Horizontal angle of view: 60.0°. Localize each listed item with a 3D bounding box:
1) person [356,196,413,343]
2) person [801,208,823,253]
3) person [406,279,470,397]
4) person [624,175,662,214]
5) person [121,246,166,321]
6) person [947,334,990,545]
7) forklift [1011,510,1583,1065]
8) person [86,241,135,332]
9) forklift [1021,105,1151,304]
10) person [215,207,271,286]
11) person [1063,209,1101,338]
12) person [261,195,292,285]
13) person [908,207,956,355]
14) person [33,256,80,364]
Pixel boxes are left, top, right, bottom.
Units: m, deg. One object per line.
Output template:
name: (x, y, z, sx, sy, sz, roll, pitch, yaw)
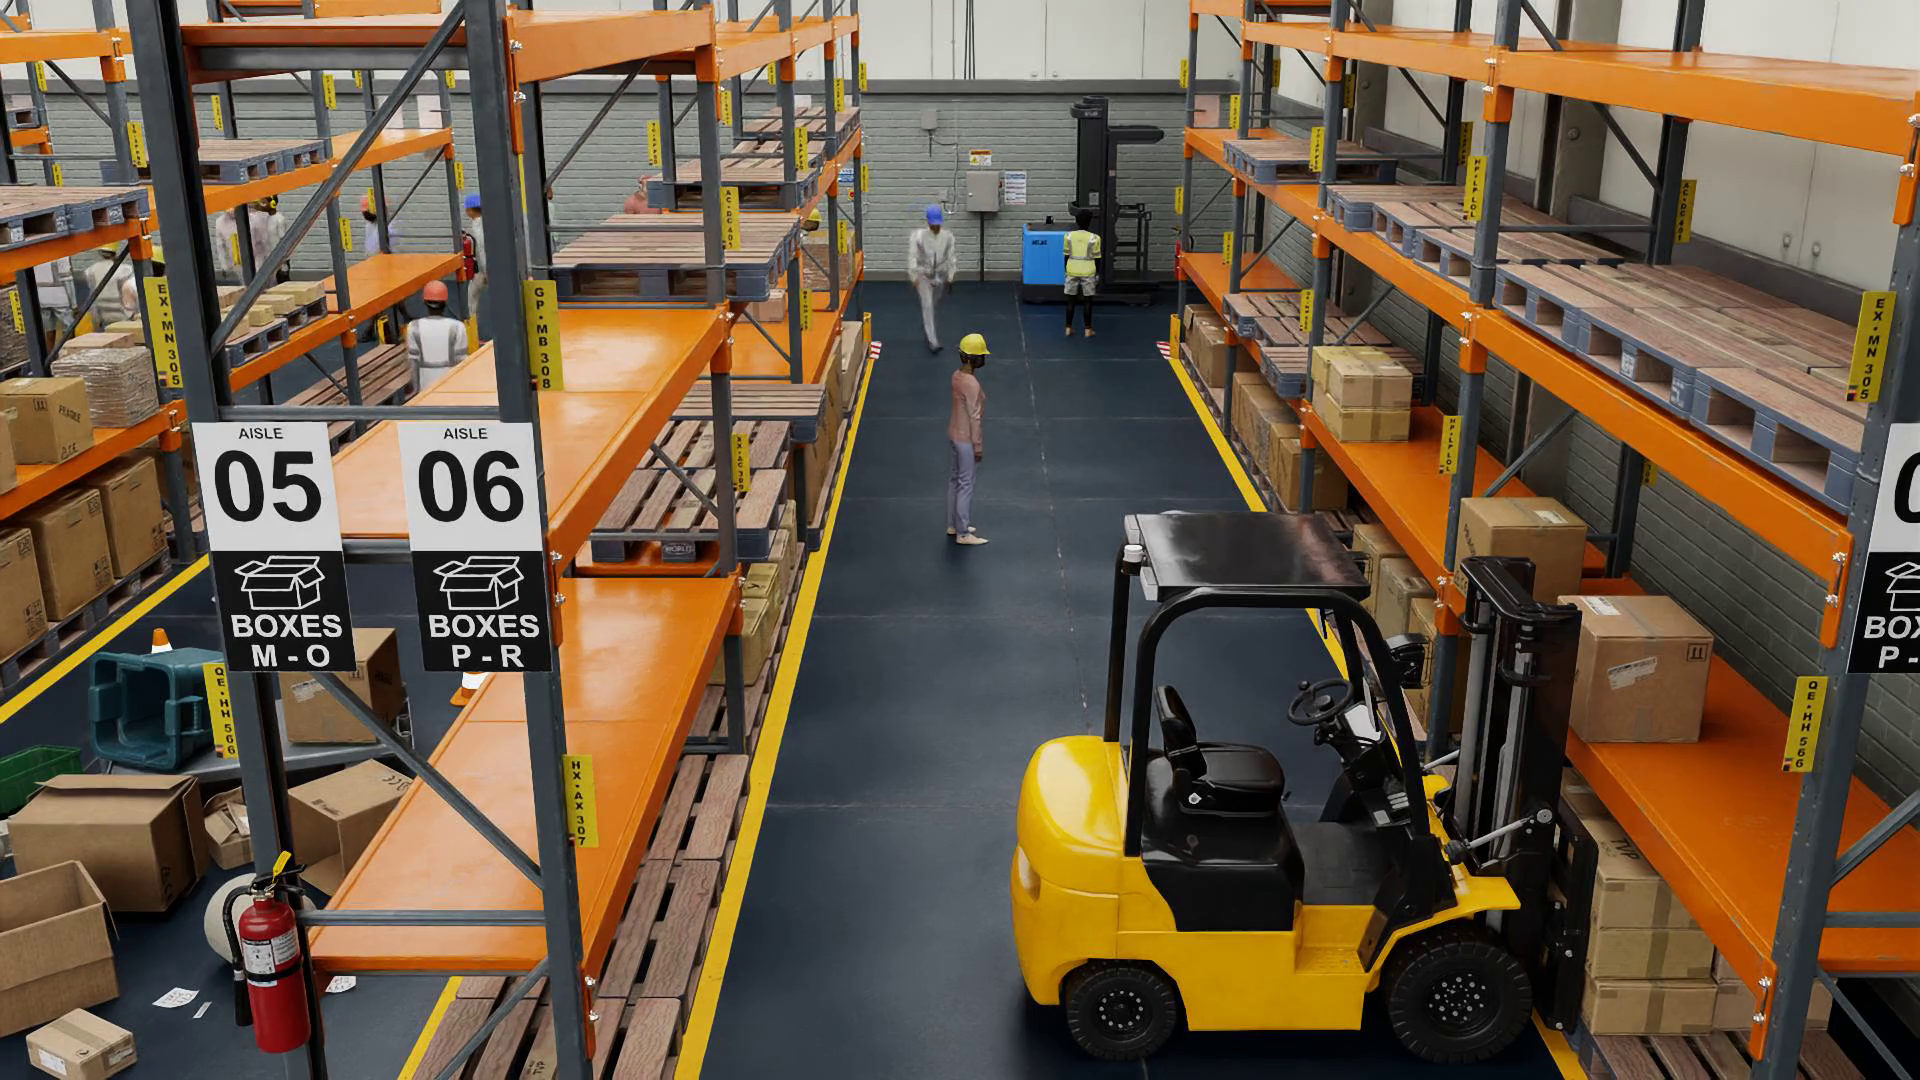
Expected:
person: (-7.629, -3.584, 21.924, 0.977, 1.898, 0.549, -16, 24, -39)
person: (-1.939, -3.475, 21.802, 0.325, 1.732, 0.489, -1, 18, -2)
person: (-4.769, -1.415, 15.279, 0.555, 1.925, 0.568, -2, 18, -5)
person: (-4.531, -4.339, 24.167, 0.636, 1.900, 0.396, -16, 24, -40)
person: (-8.426, -2.126, 17.482, 0.620, 1.881, 0.506, -12, 22, -32)
person: (0.079, -0.837, 13.785, 0.343, 1.760, 0.530, -6, 19, -17)
forklift: (1.387, 1.055, 7.378, 2.313, 2.155, 1.214, 0, 18, 0)
person: (-9.594, -2.575, 18.955, 0.597, 1.811, 0.765, 2, 18, 5)
forklift: (1.857, -4.944, 24.441, 1.873, 2.768, 1.129, 0, 18, 0)
person: (-9.661, -3.753, 22.507, 0.646, 1.826, 1.040, 1, 18, 3)
person: (1.612, -3.523, 22.013, 0.529, 1.690, 0.319, 7, 19, 19)
person: (-9.244, -3.804, 22.602, 0.326, 1.861, 0.509, -14, 23, -37)
person: (-0.345, -3.320, 21.180, 0.623, 1.832, 1.148, -7, 19, -19)
person: (-10.547, -2.774, 19.381, 0.549, 1.928, 0.388, 1, 18, 3)
